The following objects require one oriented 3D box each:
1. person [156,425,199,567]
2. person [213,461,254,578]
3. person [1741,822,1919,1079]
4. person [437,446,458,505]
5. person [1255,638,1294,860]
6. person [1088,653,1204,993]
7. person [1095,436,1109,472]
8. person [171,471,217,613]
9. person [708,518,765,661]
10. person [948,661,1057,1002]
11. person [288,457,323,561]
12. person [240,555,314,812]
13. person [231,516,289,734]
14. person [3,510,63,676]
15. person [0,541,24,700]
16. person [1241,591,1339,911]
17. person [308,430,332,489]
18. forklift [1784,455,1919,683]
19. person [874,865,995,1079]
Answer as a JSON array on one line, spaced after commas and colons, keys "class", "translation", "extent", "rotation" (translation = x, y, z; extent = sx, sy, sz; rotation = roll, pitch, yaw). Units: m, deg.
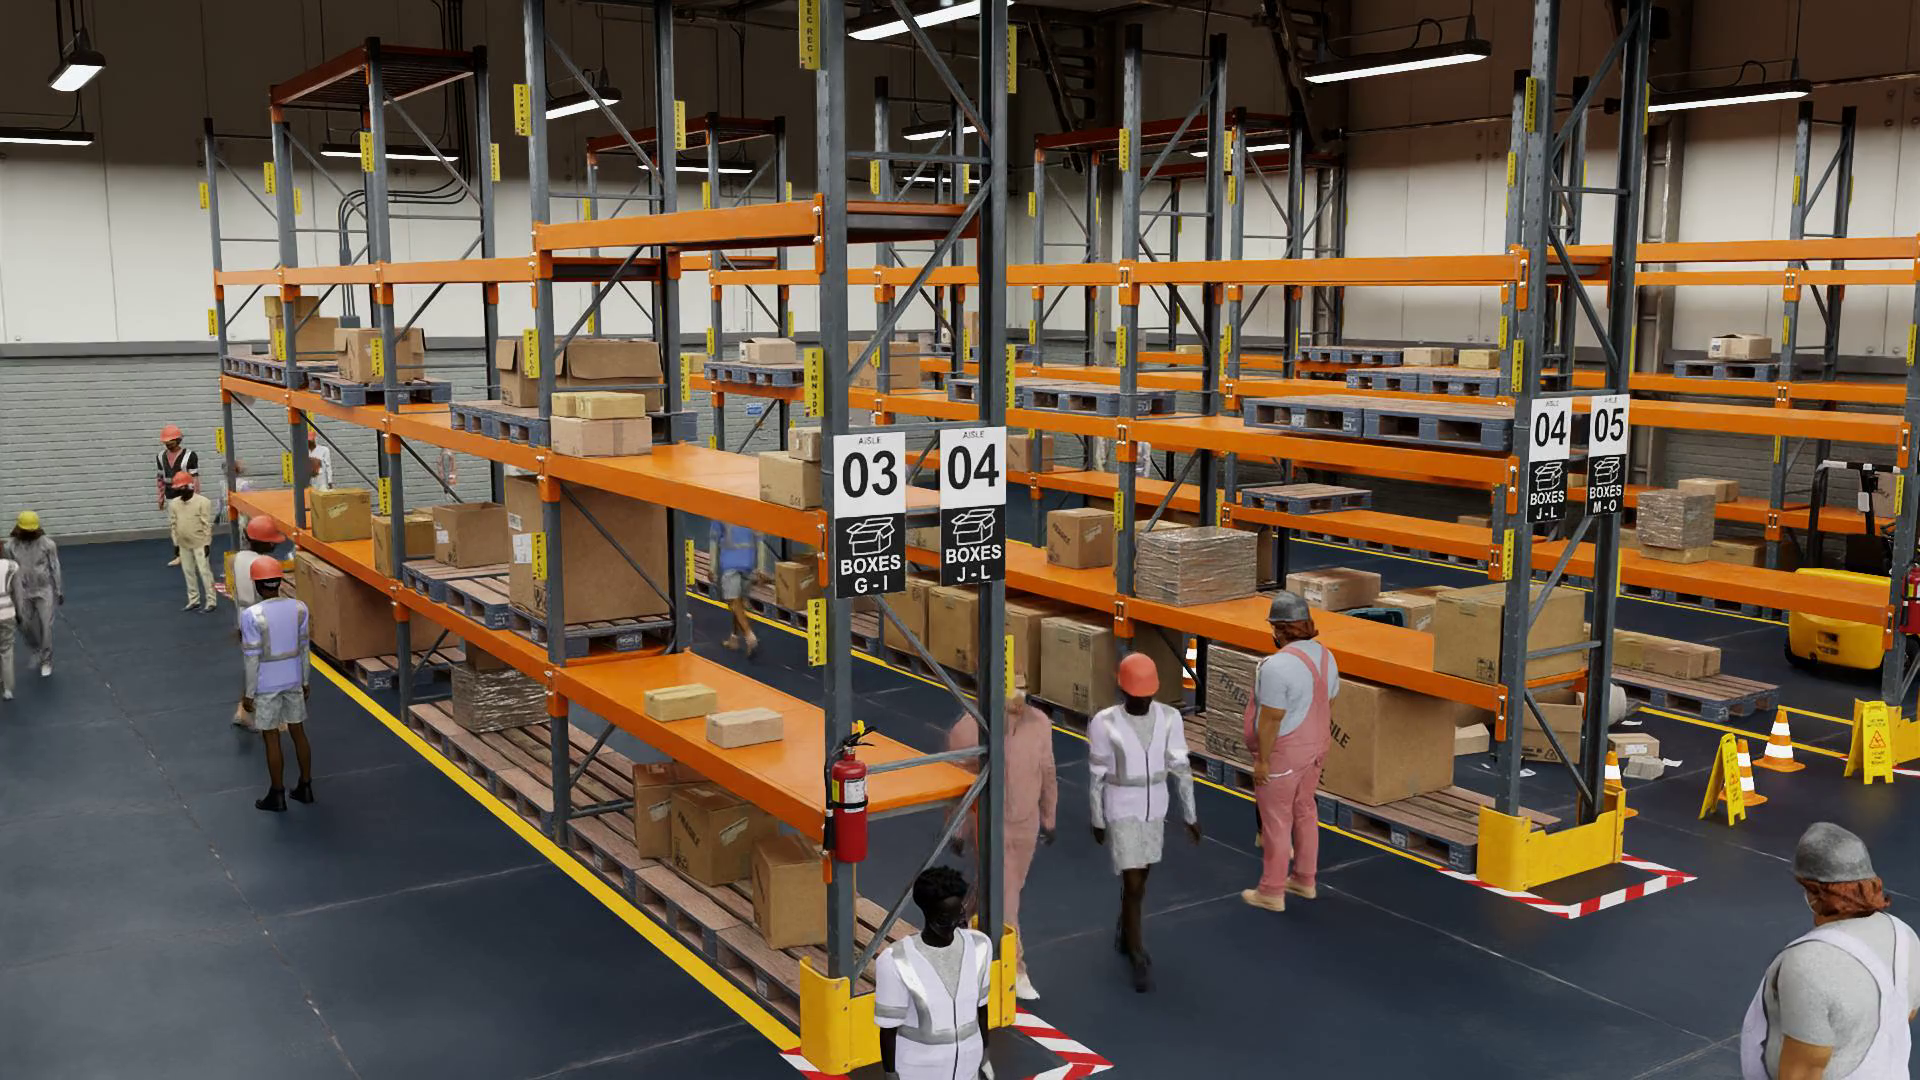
[{"class": "person", "translation": [-11.052, -0.611, 23.490], "extent": [0.619, 2.029, 0.410], "rotation": [1, 9, 7]}, {"class": "person", "translation": [-9.916, -0.277, 22.635], "extent": [0.546, 1.605, 0.765], "rotation": [5, 10, 32]}, {"class": "person", "translation": [3.100, 2.003, 6.022], "extent": [0.681, 2.000, 0.536], "rotation": [-5, 10, -30]}, {"class": "person", "translation": [-8.219, -0.892, 26.676], "extent": [0.318, 1.631, 0.514], "rotation": [-3, 9, -18]}, {"class": "person", "translation": [2.218, 1.365, 11.451], "extent": [0.322, 1.685, 0.542], "rotation": [-3, 9, -20]}, {"class": "person", "translation": [1.052, 1.571, 9.384], "extent": [0.575, 1.888, 0.874], "rotation": [-3, 9, -20]}, {"class": "person", "translation": [2.623, -1.471, 30.503], "extent": [0.278, 1.633, 0.498], "rotation": [0, 9, 3]}, {"class": "person", "translation": [-9.336, 0.025, 20.193], "extent": [0.569, 1.740, 0.359], "rotation": [2, 9, 14]}, {"class": "person", "translation": [-2.333, 0.271, 17.702], "extent": [0.600, 2.008, 0.954], "rotation": [-6, 10, -33]}, {"class": "person", "translation": [0.221, 1.574, 9.469], "extent": [0.647, 1.876, 0.892], "rotation": [-5, 10, -31]}, {"class": "person", "translation": [-9.020, -0.350, 23.100], "extent": [0.567, 1.614, 0.530], "rotation": [0, 9, -2]}, {"class": "person", "translation": [-5.175, 1.075, 12.557], "extent": [0.376, 1.932, 0.551], "rotation": [6, 10, 33]}, {"class": "person", "translation": [-6.059, 0.761, 14.479], "extent": [0.675, 1.993, 0.581], "rotation": [5, 10, 31]}, {"class": "person", "translation": [-9.427, 0.520, 16.951], "extent": [0.527, 1.723, 0.474], "rotation": [-3, 9, -19]}, {"class": "person", "translation": [-9.205, 0.737, 15.833], "extent": [0.533, 1.626, 0.369], "rotation": [-7, 11, -40]}, {"class": "person", "translation": [2.074, 1.314, 10.614], "extent": [0.535, 2.000, 0.684], "rotation": [8, 12, 44]}, {"class": "person", "translation": [-10.347, -0.935, 26.603], "extent": [0.574, 1.737, 0.354], "rotation": [-3, 9, -18]}, {"class": "forklift", "translation": [9.643, 0.253, 17.172], "extent": [2.313, 2.155, 1.214], "rotation": [-6, 10, -33]}, {"class": "person", "translation": [-0.092, 2.095, 6.558], "extent": [0.532, 1.695, 0.319], "rotation": [-5, 10, -31]}]
